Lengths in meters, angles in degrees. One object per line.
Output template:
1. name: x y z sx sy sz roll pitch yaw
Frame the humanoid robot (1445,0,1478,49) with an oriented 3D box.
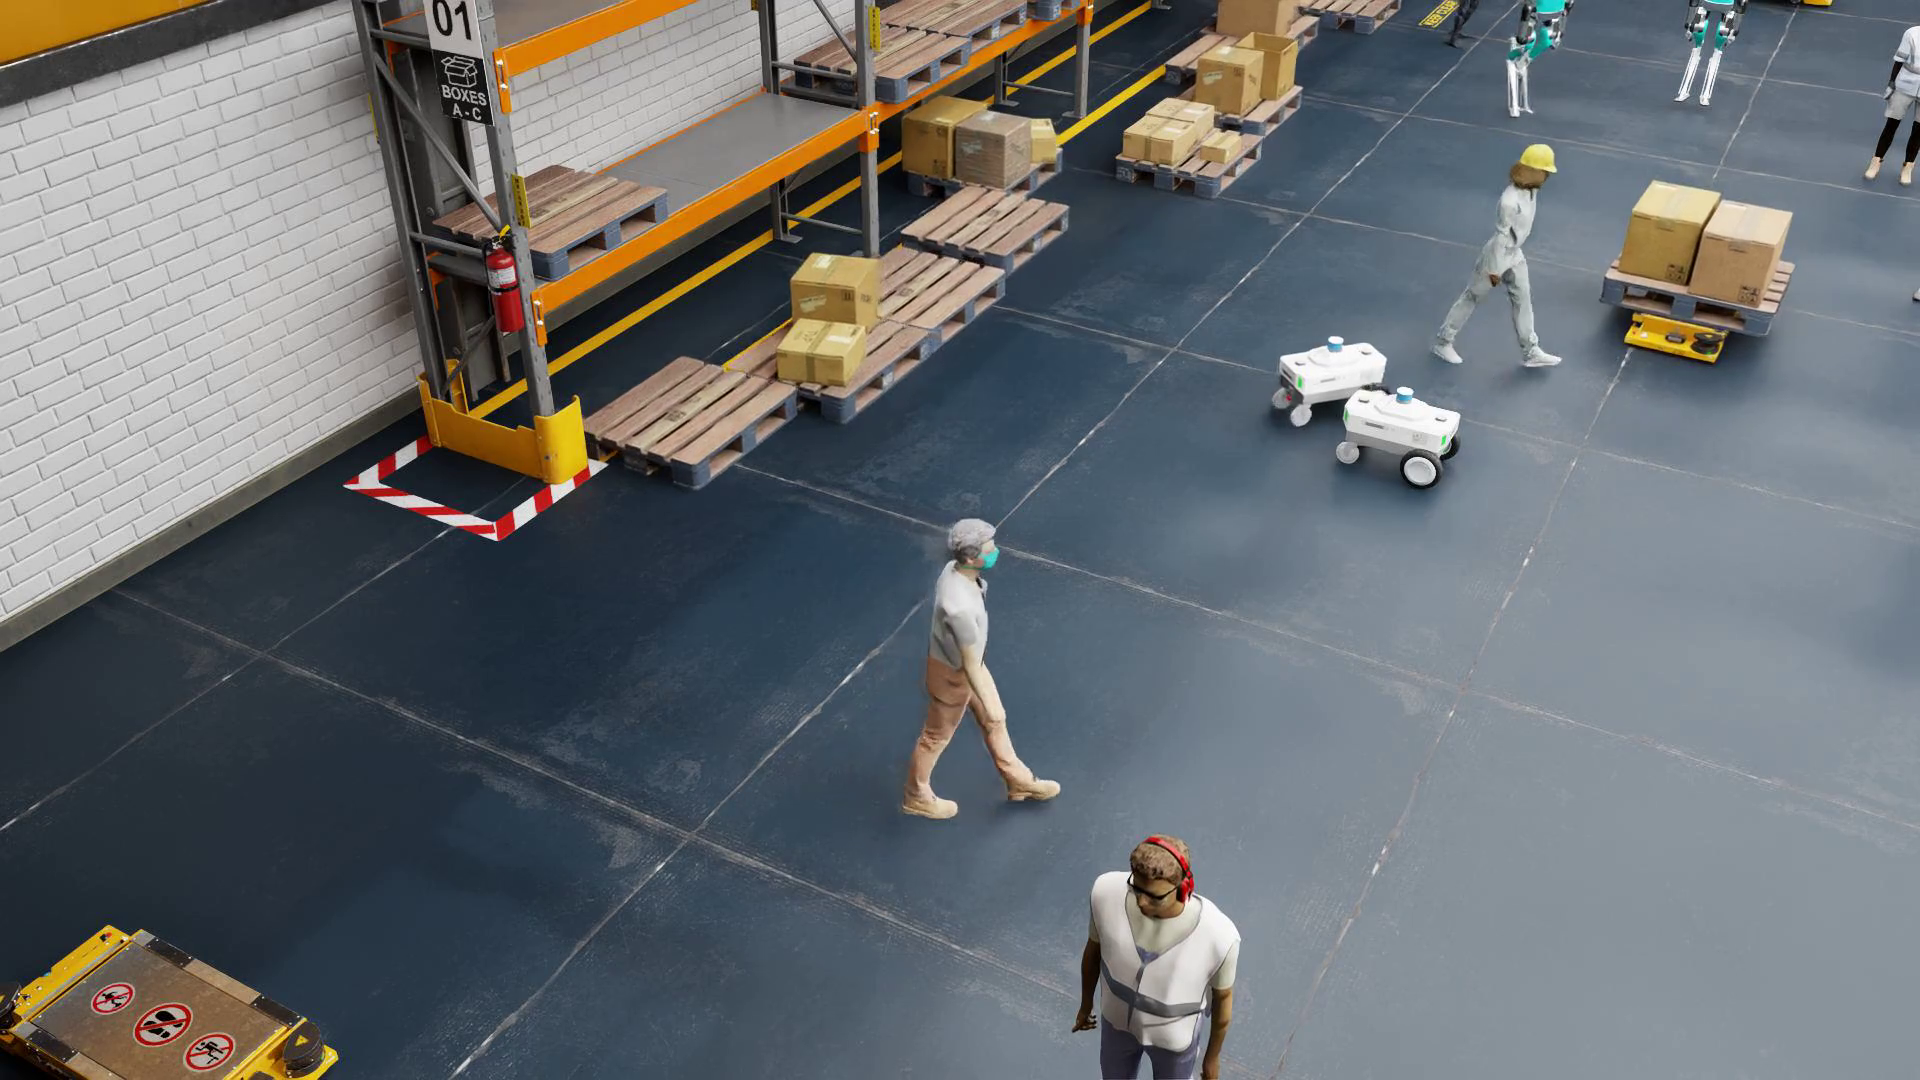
1. humanoid robot: 5.692 -6.354 18.478 0.380 1.639 0.601 21 39 29

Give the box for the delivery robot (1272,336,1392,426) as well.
1. delivery robot: 2.608 -1.129 11.607 0.794 0.606 0.499 -10 35 -15

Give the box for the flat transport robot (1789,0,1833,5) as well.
1. flat transport robot: 10.008 -6.838 20.494 1.431 0.231 0.659 17 37 24

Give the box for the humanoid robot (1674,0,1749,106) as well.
1. humanoid robot: 7.542 -5.209 16.577 0.533 1.677 0.735 17 37 24

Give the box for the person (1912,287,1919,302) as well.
1. person: 7.864 -2.685 12.783 0.569 1.840 0.374 17 37 24

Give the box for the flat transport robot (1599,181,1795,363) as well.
1. flat transport robot: 5.648 -1.788 12.853 0.659 0.231 1.431 19 38 26

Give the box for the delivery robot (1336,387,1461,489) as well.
1. delivery robot: 2.899 -0.734 10.973 0.739 0.566 0.499 17 37 24

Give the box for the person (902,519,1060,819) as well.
1. person: 0.106 0.648 7.857 0.868 1.714 0.467 4 34 7

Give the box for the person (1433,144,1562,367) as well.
1. person: 3.967 -2.005 11.898 0.949 1.683 0.529 25 41 32

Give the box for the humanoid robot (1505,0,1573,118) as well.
1. humanoid robot: 5.623 -5.029 16.437 0.577 1.795 0.806 -11 35 -16

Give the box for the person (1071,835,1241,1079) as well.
1. person: 0.701 1.755 6.063 0.569 1.843 0.374 17 37 24

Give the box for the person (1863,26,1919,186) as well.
1. person: 8.619 -4.041 14.964 0.539 1.695 0.317 17 37 24

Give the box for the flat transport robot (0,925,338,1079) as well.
1. flat transport robot: -3.387 2.085 6.994 1.431 0.231 0.659 17 37 24
